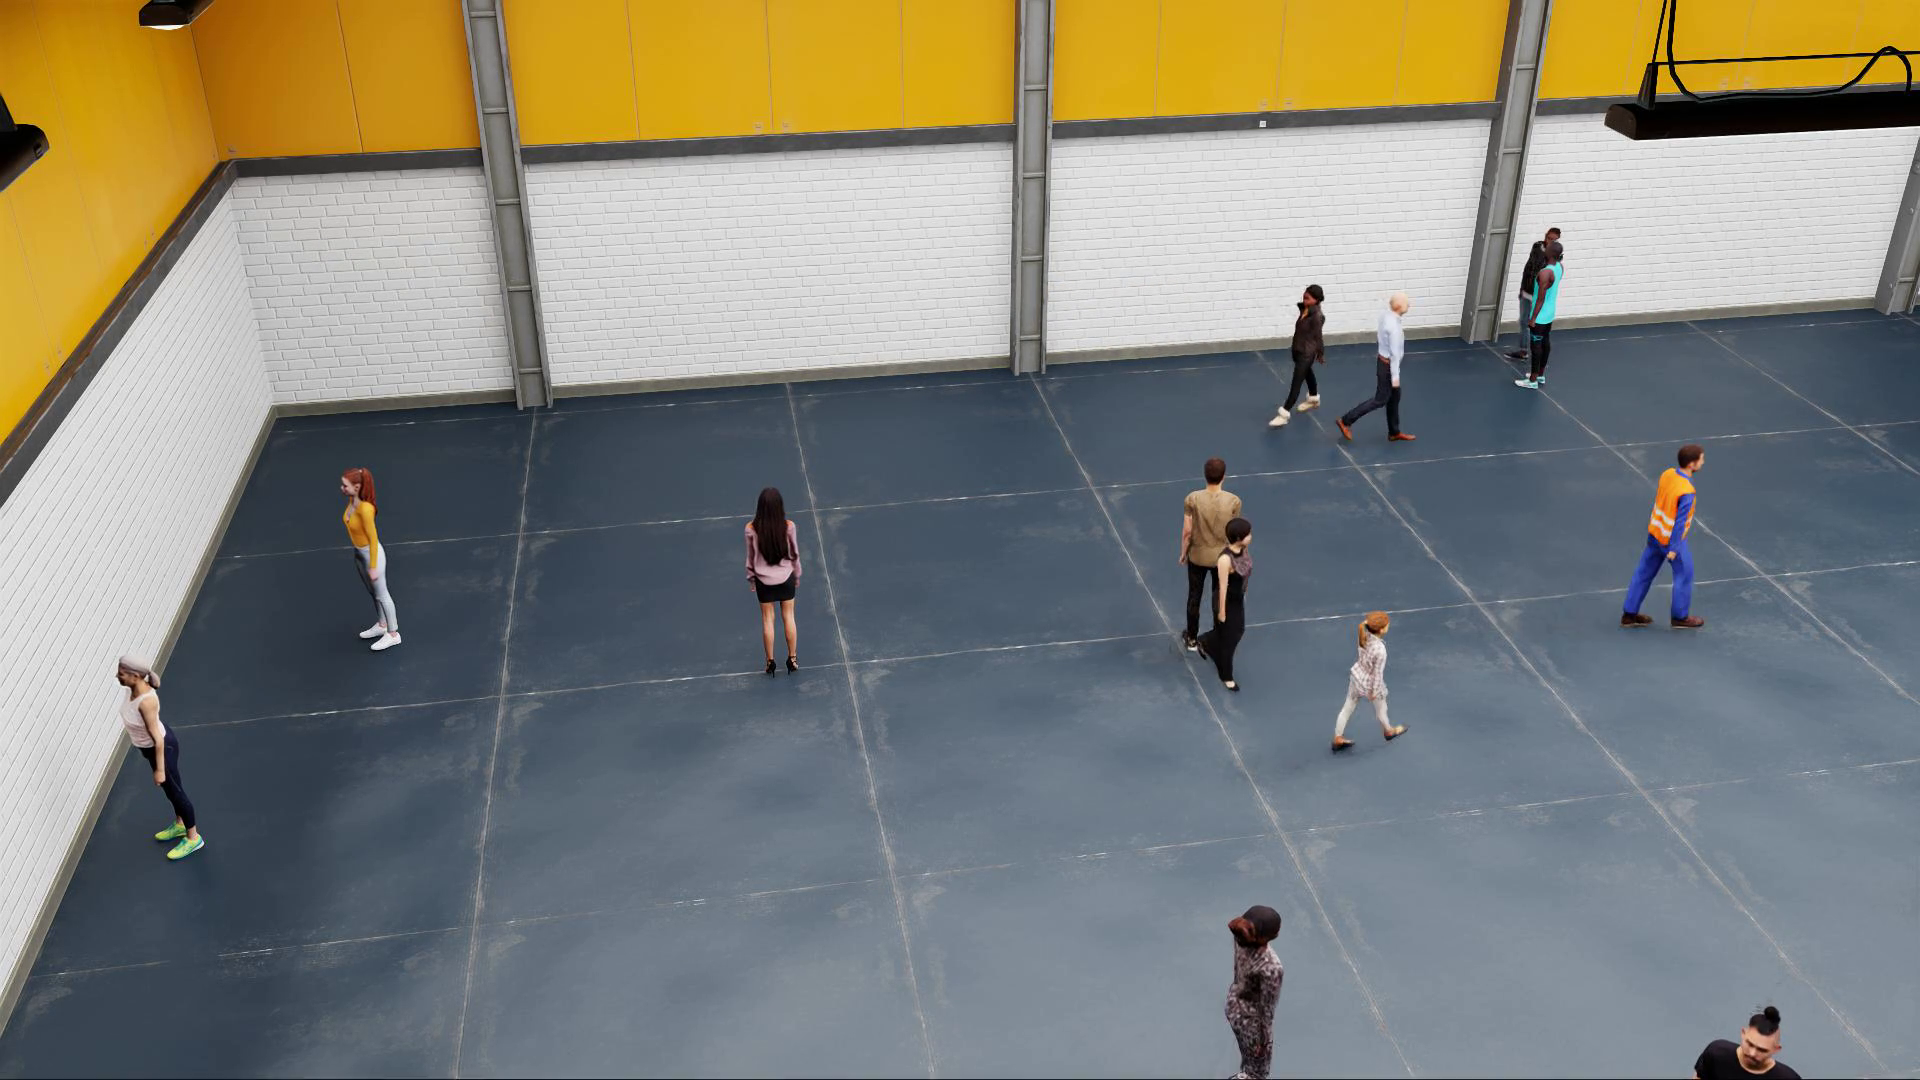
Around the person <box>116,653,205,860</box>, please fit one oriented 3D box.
[{"bbox_3d":[-5.887,1.553,12.230,0.681,1.702,0.677,-20,35,-33],"label":"person"}]

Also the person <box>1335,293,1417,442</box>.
[{"bbox_3d":[4.674,-1.874,18.447,1.230,1.766,0.857,2,29,4],"label":"person"}]

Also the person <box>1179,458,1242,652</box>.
[{"bbox_3d":[2.203,0.132,14.682,0.608,1.849,0.783,3,29,6],"label":"person"}]

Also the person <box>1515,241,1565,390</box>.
[{"bbox_3d":[6.990,-2.697,19.908,0.738,1.811,0.638,26,38,38],"label":"person"}]

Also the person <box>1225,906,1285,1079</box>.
[{"bbox_3d":[1.638,2.860,9.837,0.926,1.700,0.648,-9,30,-16],"label":"person"}]

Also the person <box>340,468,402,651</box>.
[{"bbox_3d":[-5.240,0.151,14.752,0.686,1.750,0.680,-20,34,-32],"label":"person"}]

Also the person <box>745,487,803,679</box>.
[{"bbox_3d":[-1.587,0.365,14.294,0.459,1.812,0.683,-4,29,-7],"label":"person"}]

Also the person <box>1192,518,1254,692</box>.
[{"bbox_3d":[2.249,0.510,14.262,0.892,1.588,0.832,20,34,32],"label":"person"}]

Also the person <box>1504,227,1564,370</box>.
[{"bbox_3d":[7.121,-3.044,20.556,0.675,1.800,0.827,-3,29,-5],"label":"person"}]

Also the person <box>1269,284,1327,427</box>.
[{"bbox_3d":[3.808,-2.099,18.988,1.172,1.642,0.802,-9,30,-15],"label":"person"}]

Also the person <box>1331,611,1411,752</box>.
[{"bbox_3d":[3.216,1.160,13.400,0.948,1.272,0.649,-11,31,-20],"label":"person"}]

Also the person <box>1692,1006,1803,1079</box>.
[{"bbox_3d":[4.170,3.228,8.986,0.770,1.868,0.824,19,34,31],"label":"person"}]

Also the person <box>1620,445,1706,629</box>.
[{"bbox_3d":[6.273,-0.013,14.957,0.944,1.840,0.712,-4,29,-6],"label":"person"}]
